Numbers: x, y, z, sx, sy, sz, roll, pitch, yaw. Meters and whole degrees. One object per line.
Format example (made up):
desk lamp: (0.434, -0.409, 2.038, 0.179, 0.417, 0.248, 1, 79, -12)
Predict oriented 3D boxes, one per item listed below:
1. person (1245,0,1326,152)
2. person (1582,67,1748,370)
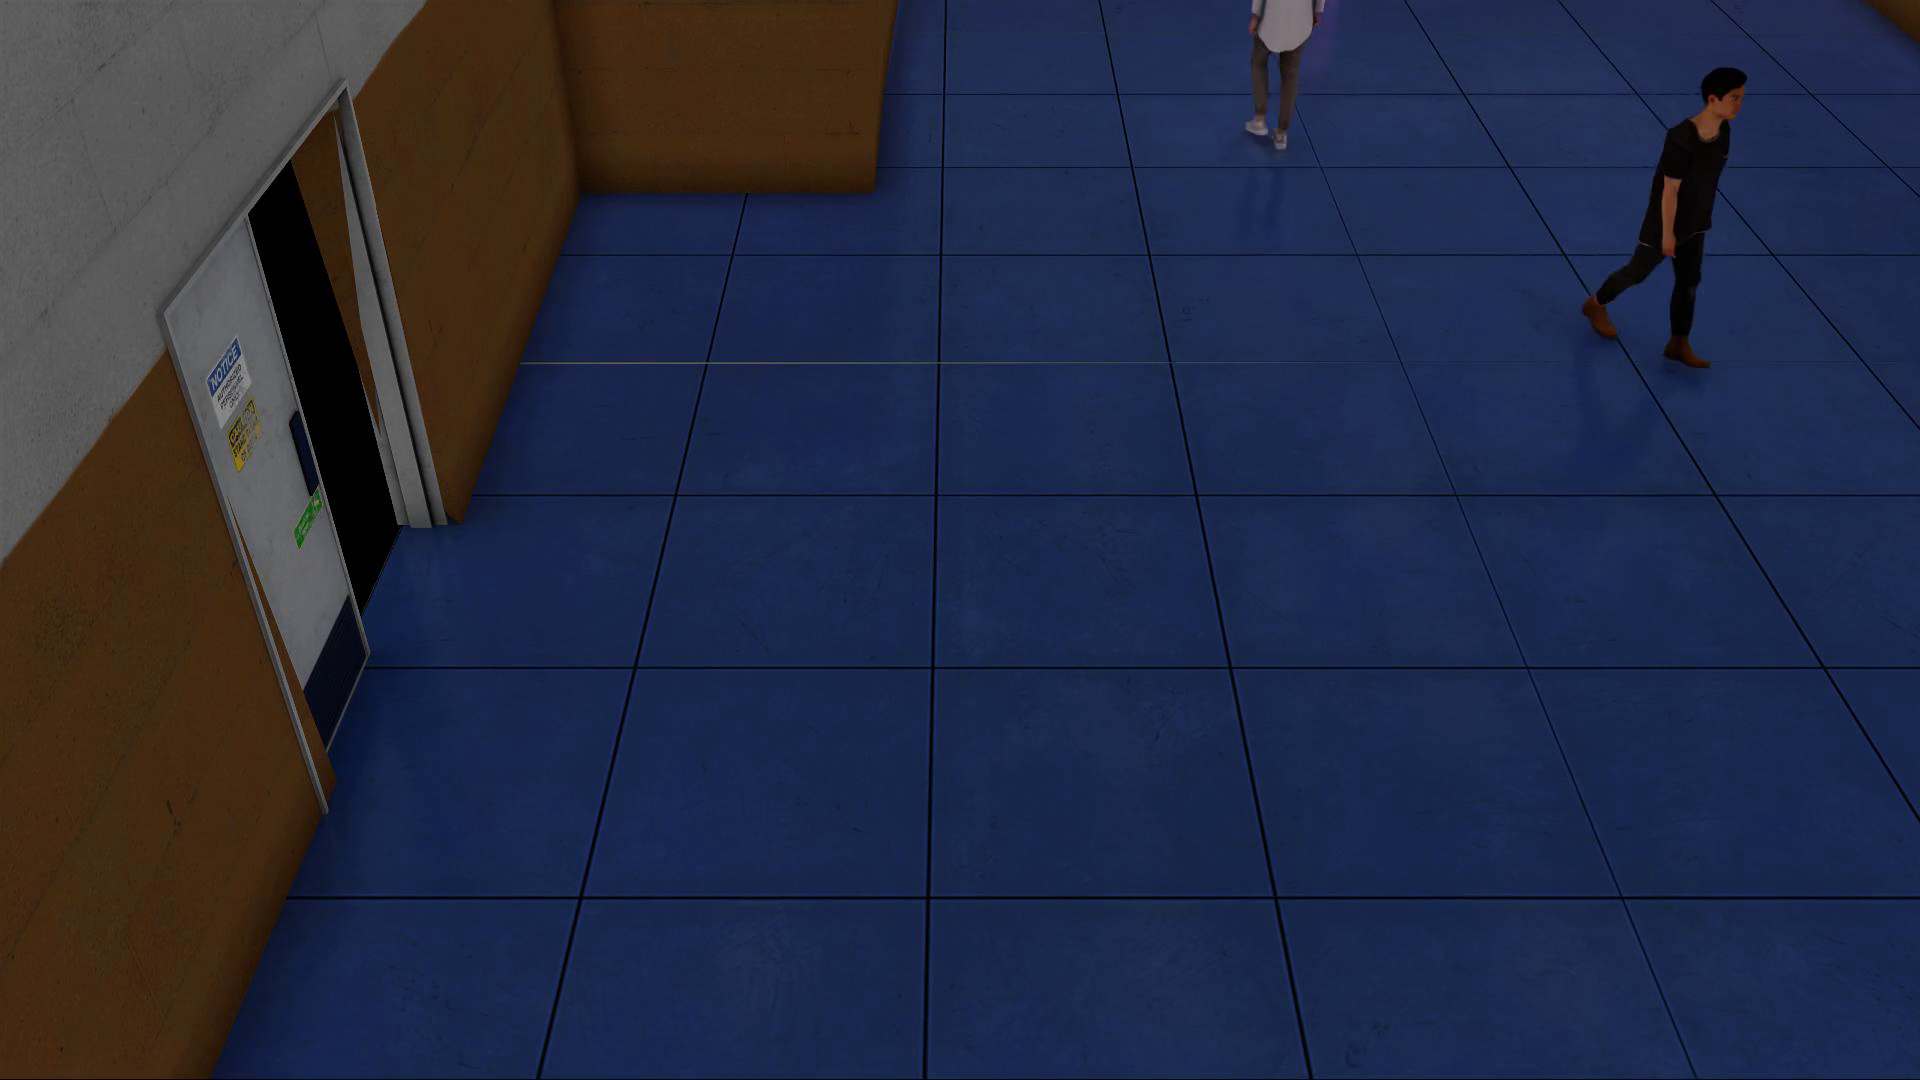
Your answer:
person: (2.255, -3.560, 11.432, 0.571, 1.827, 0.760, -3, 37, -3)
person: (3.892, -1.809, 9.216, 1.085, 1.686, 1.000, -18, 41, -23)
